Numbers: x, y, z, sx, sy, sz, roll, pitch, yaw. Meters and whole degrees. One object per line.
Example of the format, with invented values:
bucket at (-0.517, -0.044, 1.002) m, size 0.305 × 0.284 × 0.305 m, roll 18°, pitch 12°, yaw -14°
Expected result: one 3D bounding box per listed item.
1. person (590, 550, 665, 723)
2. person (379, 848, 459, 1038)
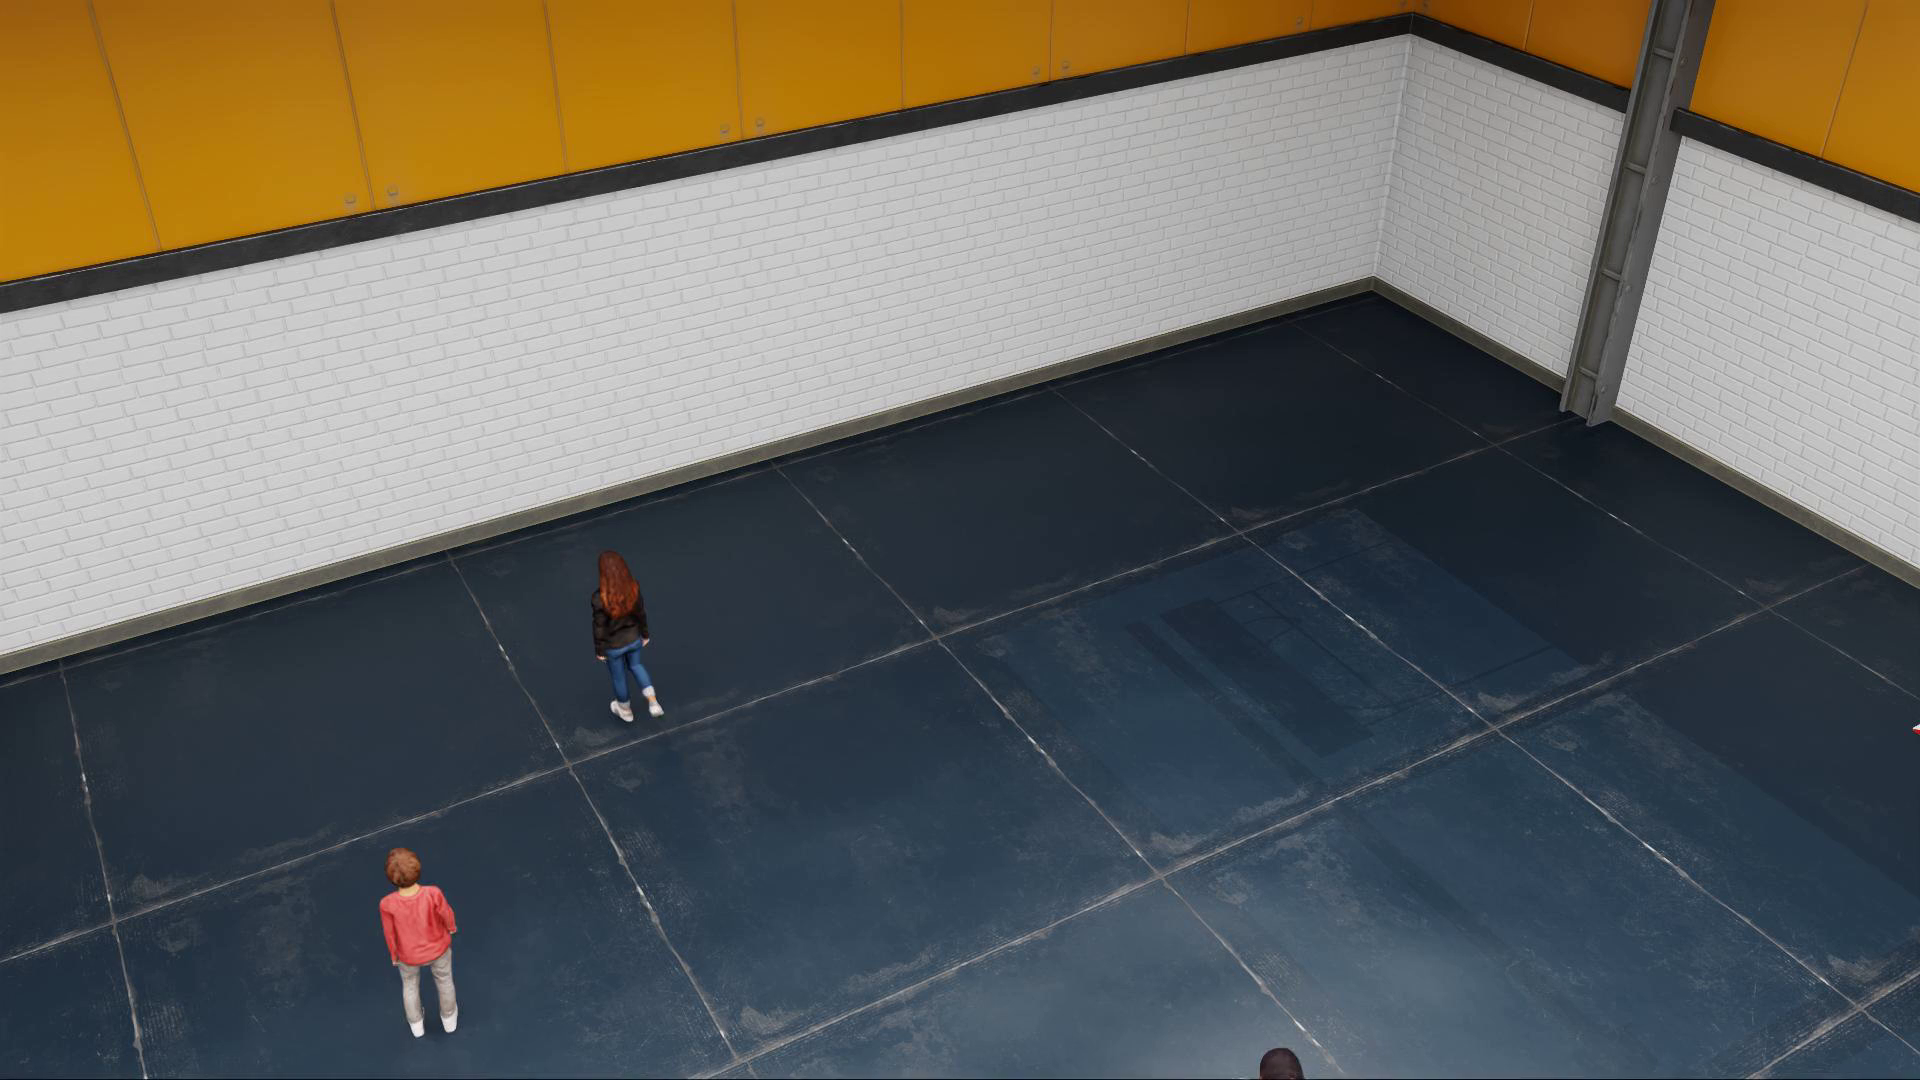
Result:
person at (-2.368, 0.729, 11.799) m, size 0.647 × 1.473 × 0.776 m, roll -27°, pitch 42°, yaw -35°
person at (-3.048, 2.322, 9.456) m, size 0.593 × 1.414 × 0.600 m, roll -10°, pitch 35°, yaw -14°
